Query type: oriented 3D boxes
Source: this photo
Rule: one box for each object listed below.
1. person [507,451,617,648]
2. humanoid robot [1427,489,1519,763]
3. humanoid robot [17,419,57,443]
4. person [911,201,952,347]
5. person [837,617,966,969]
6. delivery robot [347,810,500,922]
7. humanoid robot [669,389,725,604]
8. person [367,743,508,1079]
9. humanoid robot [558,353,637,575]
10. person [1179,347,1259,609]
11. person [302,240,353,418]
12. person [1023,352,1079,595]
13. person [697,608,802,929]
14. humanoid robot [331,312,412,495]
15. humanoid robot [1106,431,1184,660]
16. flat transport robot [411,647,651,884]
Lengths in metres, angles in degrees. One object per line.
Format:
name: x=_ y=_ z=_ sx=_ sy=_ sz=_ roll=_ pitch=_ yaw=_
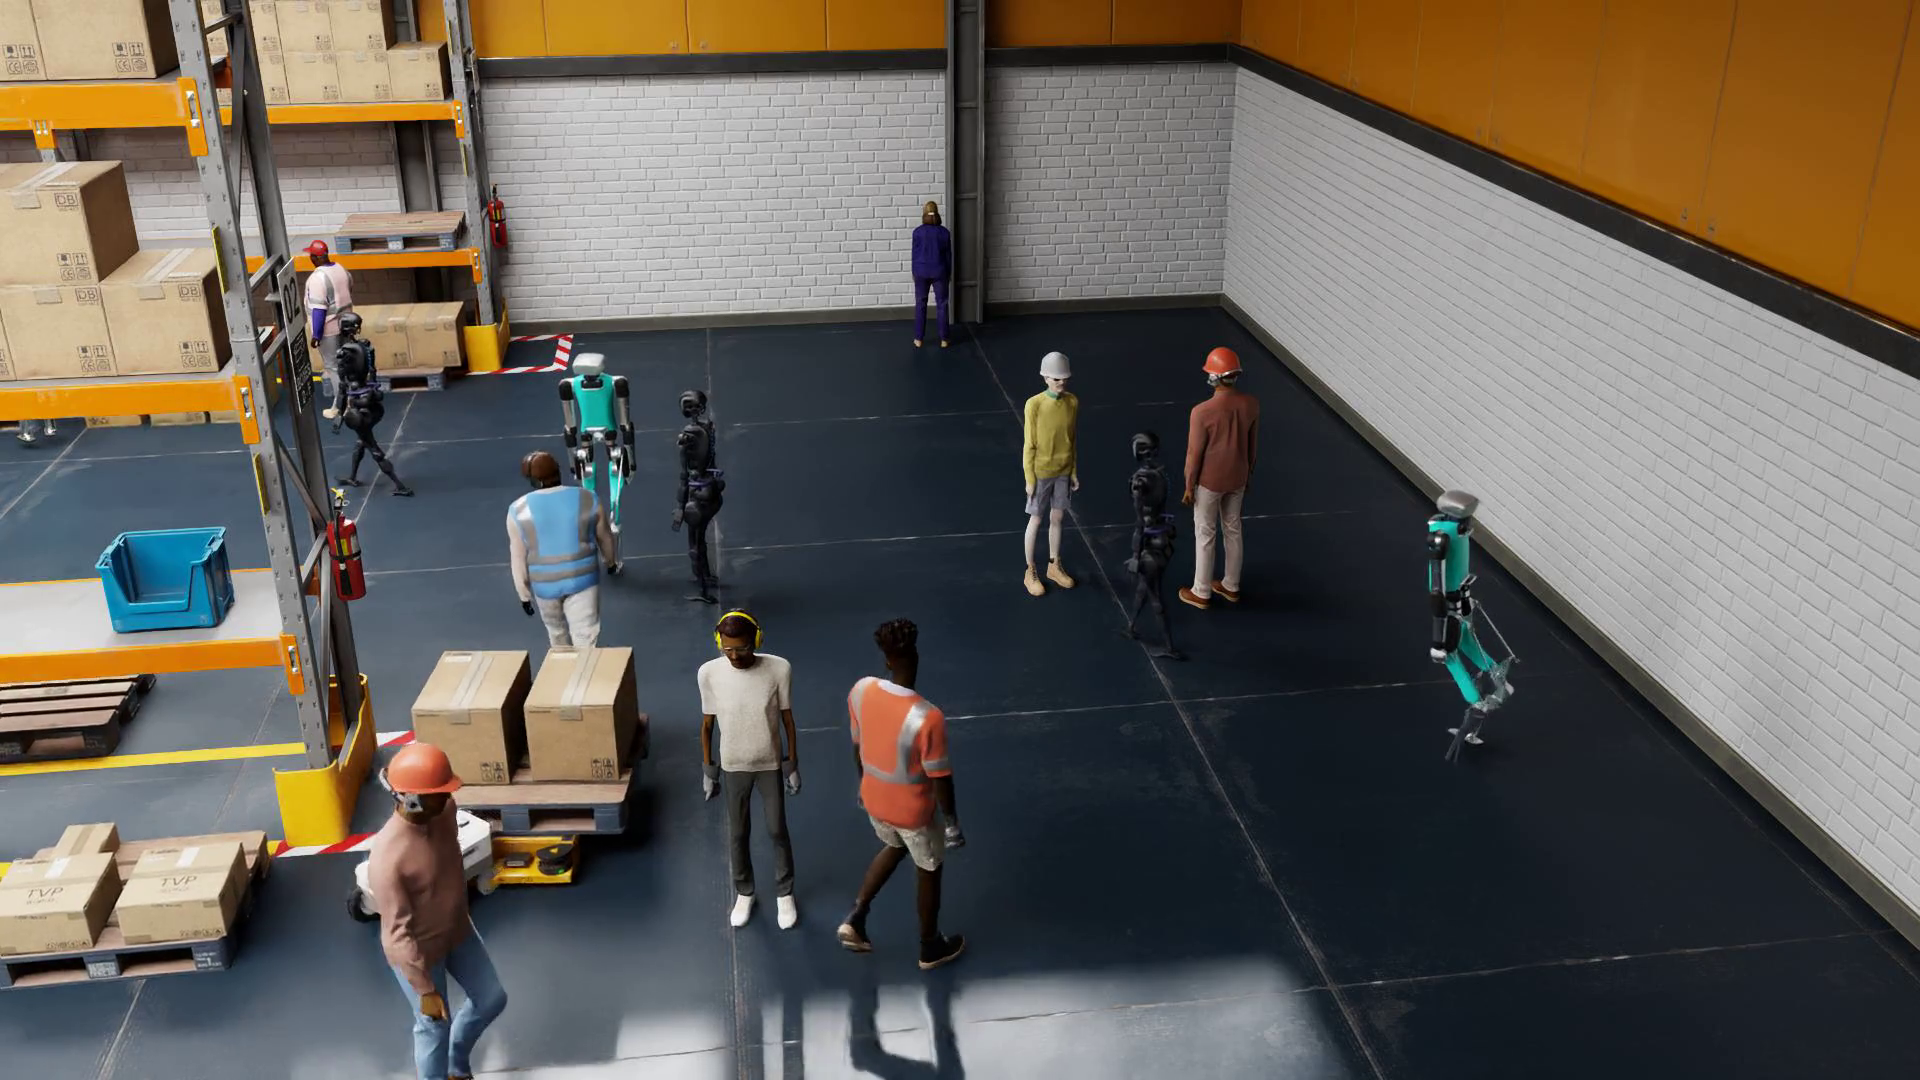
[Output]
person: x=-2.587 y=0.253 z=10.927 sx=0.650 sy=1.781 sz=0.935 roll=-5 pitch=24 yaw=-10
humanoid robot: x=3.170 y=0.598 z=10.245 sx=0.699 sy=1.826 sz=0.530 roll=14 pitch=27 yaw=29
humanoid robot: x=-8.651 y=-1.704 z=15.285 sx=0.533 sy=1.677 sz=0.735 roll=-20 pitch=31 yaw=-38
person: x=-0.313 y=-2.952 z=18.446 sx=0.448 sy=1.617 sz=0.371 roll=1 pitch=24 yaw=2
person: x=-0.305 y=1.327 z=8.313 sx=0.690 sy=1.935 sz=0.591 roll=21 pitch=31 yaw=40
delivery robot: x=-2.881 y=1.782 z=8.971 sx=0.499 sy=0.587 sz=0.782 roll=15 pitch=28 yaw=31
humanoid robot: x=-1.982 y=-0.320 z=12.374 sx=0.392 sy=1.651 sz=0.612 roll=7 pitch=25 yaw=16
person: x=-2.260 y=1.763 z=7.242 sx=0.479 sy=1.979 sz=0.631 roll=8 pitch=25 yaw=18
humanoid robot: x=-2.753 y=-0.487 z=12.687 sx=0.542 sy=1.808 sz=0.676 roll=-2 pitch=24 yaw=-4
person: x=1.908 y=-0.459 z=12.316 sx=0.615 sy=1.986 sz=0.405 roll=-13 pitch=27 yaw=-28
person: x=-6.148 y=-2.067 z=16.257 sx=0.420 sy=1.751 sz=0.624 roll=6 pitch=24 yaw=12
person: x=0.679 y=-0.517 z=12.559 sx=0.473 sy=1.892 sz=0.383 roll=-13 pitch=27 yaw=-27
person: x=-1.091 y=1.198 z=8.701 sx=0.516 sy=1.856 sz=0.352 roll=-1 pitch=24 yaw=-3
humanoid robot: x=-5.196 y=-1.164 z=14.366 sx=0.817 sy=1.623 sz=0.602 roll=5 pitch=24 yaw=12
humanoid robot: x=1.308 y=0.032 z=11.587 sx=0.634 sy=1.642 sz=0.611 roll=11 pitch=26 yaw=24
flat transport robot: x=-2.493 y=1.557 z=9.849 sx=0.659 sy=0.231 sz=1.431 roll=0 pitch=24 yaw=-1
